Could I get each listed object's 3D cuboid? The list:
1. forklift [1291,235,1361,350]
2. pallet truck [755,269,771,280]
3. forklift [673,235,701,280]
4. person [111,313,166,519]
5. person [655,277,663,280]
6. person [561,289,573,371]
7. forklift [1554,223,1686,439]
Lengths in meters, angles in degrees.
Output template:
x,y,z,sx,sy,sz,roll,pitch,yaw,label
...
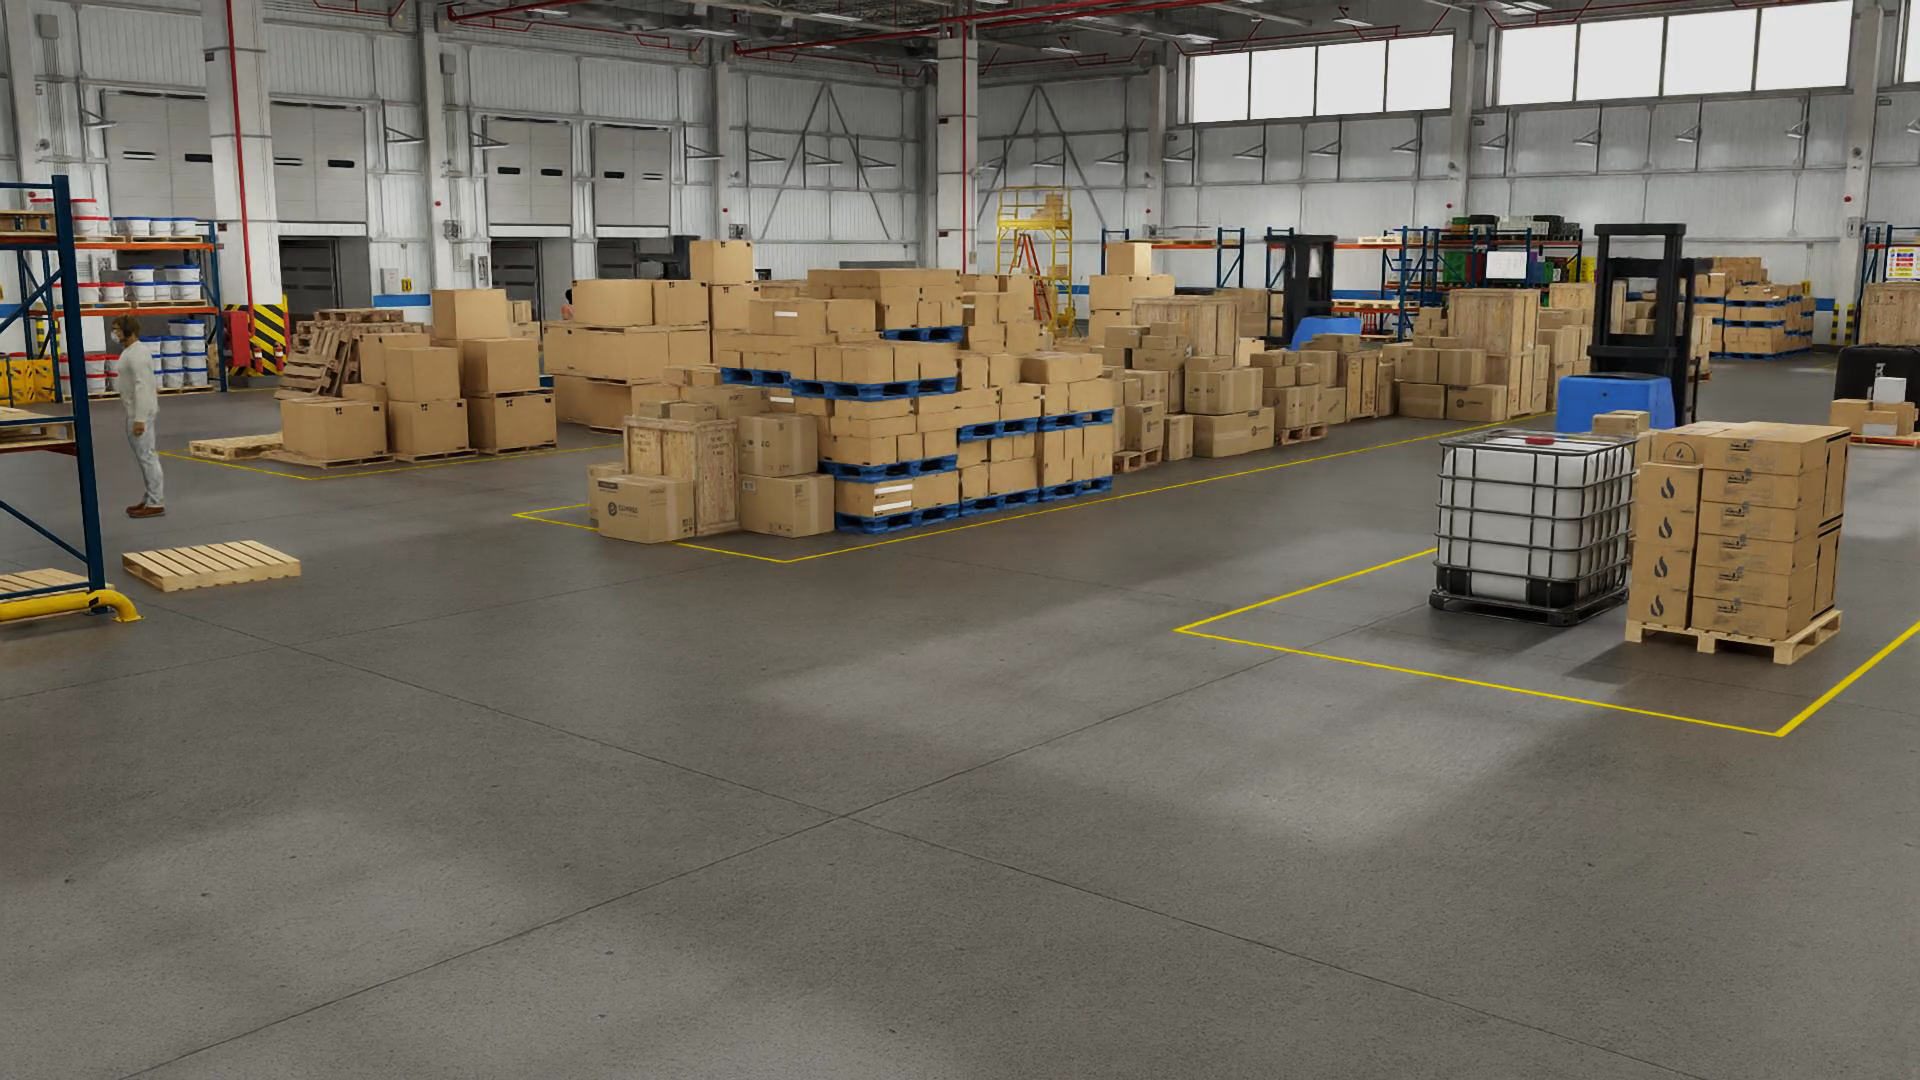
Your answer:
x,y,z,sx,sy,sz,roll,pitch,yaw,label
7.530,-5.081,35.323,1.129,2.768,1.873,-7,12,-34,forklift
-4.996,-6.432,45.525,1.885,1.965,0.823,-6,12,-32,pallet truck
-6.013,-5.343,36.811,1.873,2.768,1.129,-5,11,-28,forklift
-7.783,-1.175,15.761,0.362,1.938,0.631,-5,11,-28,person
-6.484,-4.722,36.008,0.636,1.928,0.387,-5,11,-26,person
-8.041,-4.342,34.481,0.318,1.697,0.535,4,11,19,person
7.764,-2.255,19.228,1.129,2.768,1.873,8,13,40,forklift
